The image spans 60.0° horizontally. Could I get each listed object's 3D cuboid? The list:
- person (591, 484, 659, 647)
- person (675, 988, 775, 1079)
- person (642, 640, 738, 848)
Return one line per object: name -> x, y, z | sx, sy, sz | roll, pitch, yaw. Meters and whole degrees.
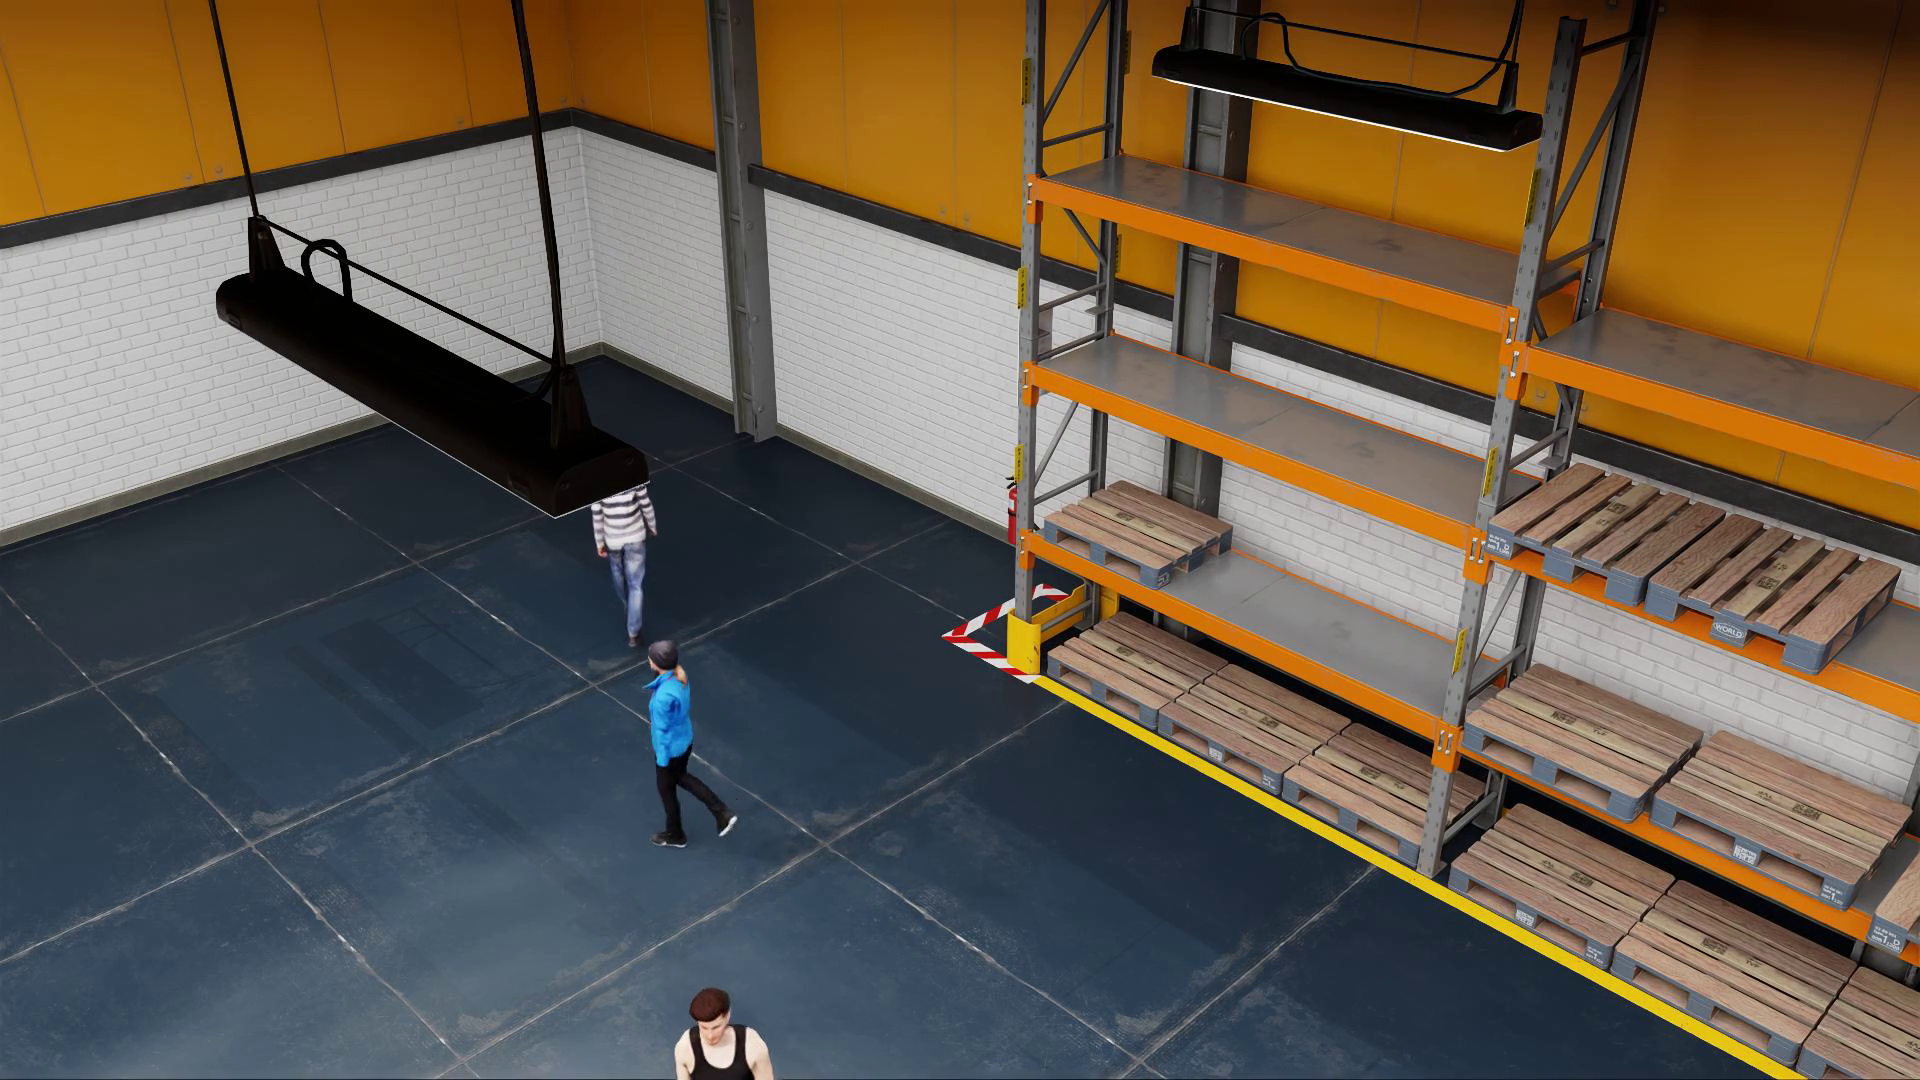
person -> -2.909, 0.052, 14.421 | 1.189, 1.798, 1.257 | 0, 29, -1
person -> -1.210, 3.055, 8.870 | 1.143, 1.844, 1.270 | -3, 29, -5
person -> -1.949, 1.483, 11.813 | 1.027, 1.785, 0.886 | 7, 29, 13
